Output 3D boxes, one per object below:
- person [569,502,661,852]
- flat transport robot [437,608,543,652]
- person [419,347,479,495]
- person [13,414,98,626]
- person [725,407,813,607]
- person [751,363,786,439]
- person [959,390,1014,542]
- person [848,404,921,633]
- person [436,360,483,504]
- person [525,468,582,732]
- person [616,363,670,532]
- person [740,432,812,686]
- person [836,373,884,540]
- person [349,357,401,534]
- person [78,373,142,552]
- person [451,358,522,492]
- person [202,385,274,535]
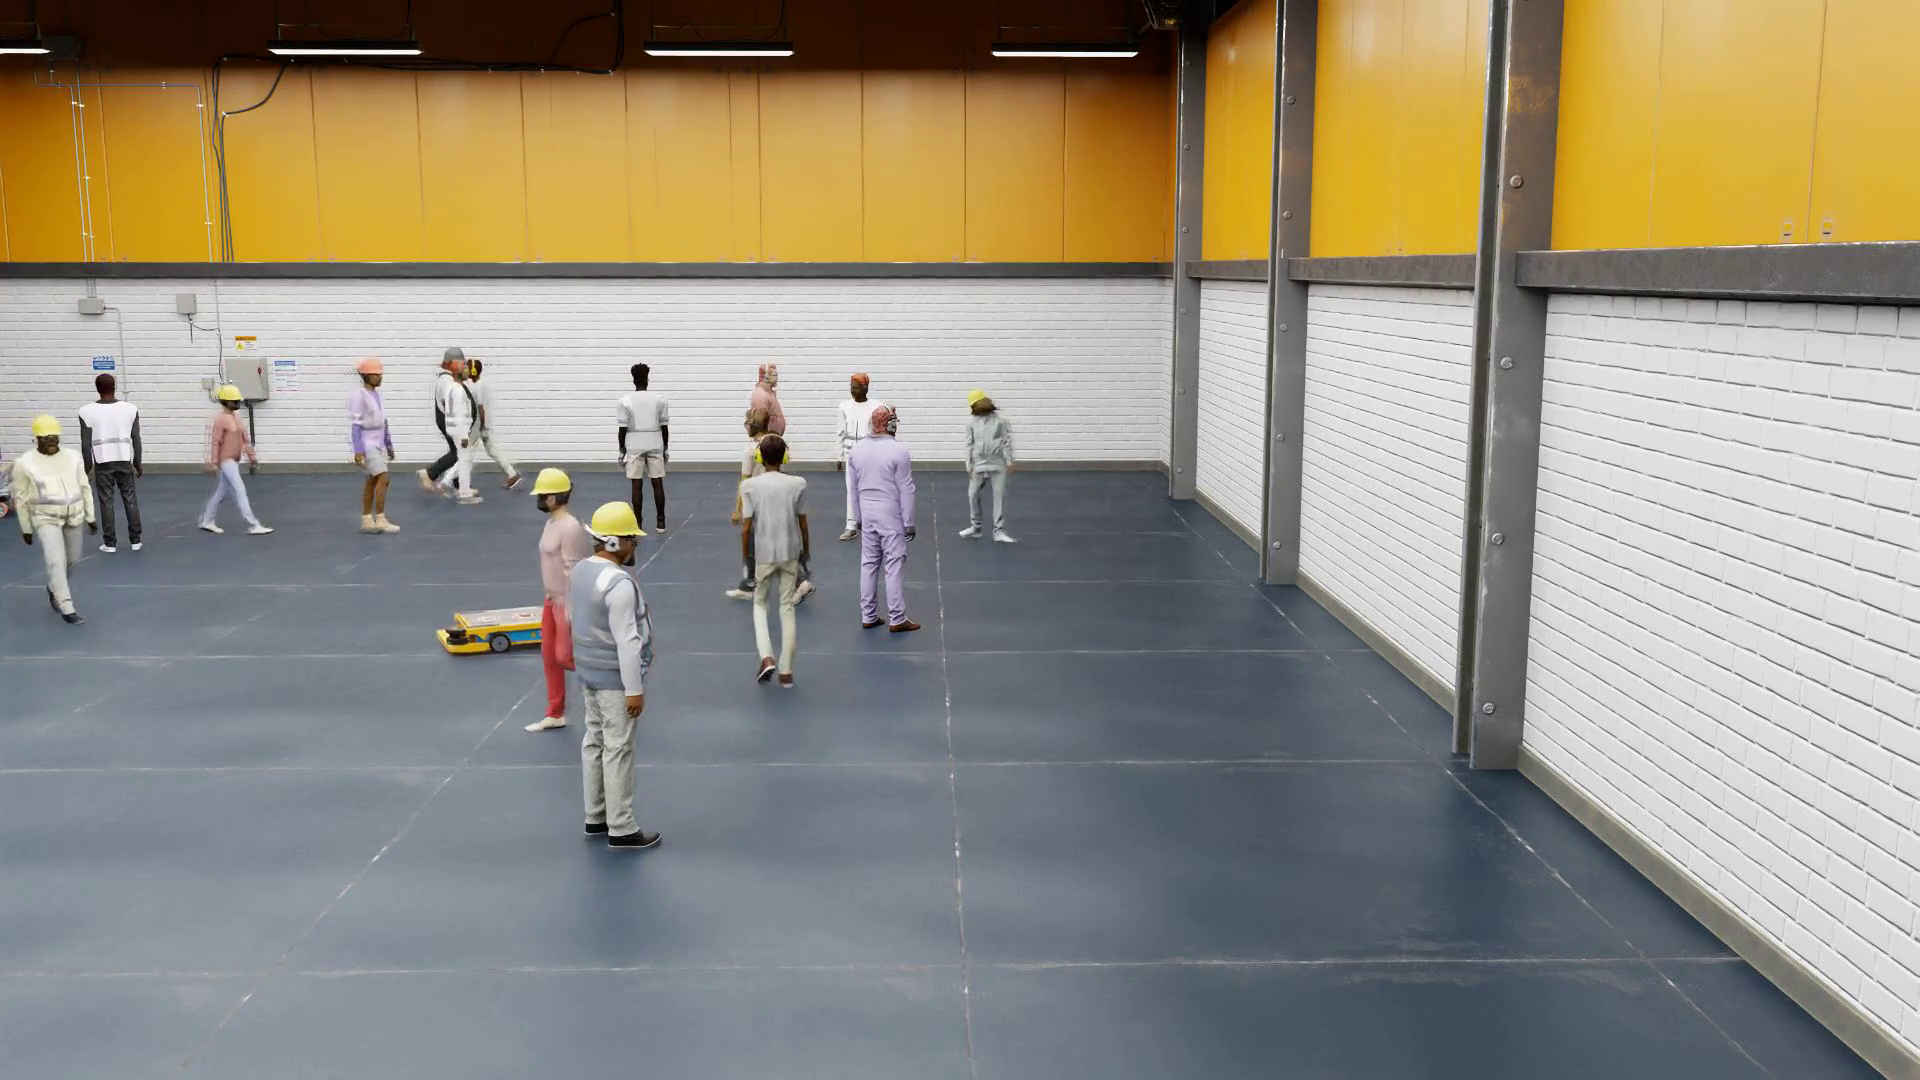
[{"bbox_3d":[-1.812,0.708,8.729,0.403,1.828,0.597,-7,11,-36],"label":"person"},{"bbox_3d":[-3.478,0.700,13.544,1.431,0.197,0.652,-4,10,-25],"label":"flat transport robot"},{"bbox_3d":[-6.808,-1.588,22.159,0.728,2.000,0.686,-3,10,-18],"label":"person"},{"bbox_3d":[-7.811,-0.195,14.335,0.815,1.809,0.588,6,11,34],"label":"person"},{"bbox_3d":[-1.724,-0.299,14.985,0.925,1.808,0.499,4,10,24],"label":"person"},{"bbox_3d":[-2.298,-1.169,20.007,0.409,1.905,0.651,-1,9,-4],"label":"person"},{"bbox_3d":[0.308,-0.823,18.525,0.653,1.698,0.371,2,9,10],"label":"person"},{"bbox_3d":[-0.618,-0.180,13.942,0.638,1.909,0.408,7,11,36],"label":"person"},{"bbox_3d":[-6.452,-1.383,21.411,0.461,1.873,0.596,-5,10,-26],"label":"person"},{"bbox_3d":[-2.550,0.390,10.913,0.583,1.748,0.532,-6,11,-32],"label":"person"},{"bbox_3d":[-3.628,-1.046,19.078,0.607,1.962,0.373,-4,10,-21],"label":"person"},{"bbox_3d":[-1.330,0.146,12.124,0.526,1.855,0.419,-2,9,-11],"label":"person"},{"bbox_3d":[-1.100,-0.920,18.548,0.584,1.881,0.337,3,10,17],"label":"person"},{"bbox_3d":[-6.617,-1.071,19.026,0.686,2.024,0.636,1,9,5],"label":"person"},{"bbox_3d":[-9.101,-0.825,17.864,0.590,1.916,0.391,-7,12,-36],"label":"person"},{"bbox_3d":[-6.496,-1.569,22.703,0.941,1.831,0.513,-1,9,-5],"label":"person"},{"bbox_3d":[-8.334,-0.908,18.991,0.911,1.723,0.535,0,9,2],"label":"person"}]
